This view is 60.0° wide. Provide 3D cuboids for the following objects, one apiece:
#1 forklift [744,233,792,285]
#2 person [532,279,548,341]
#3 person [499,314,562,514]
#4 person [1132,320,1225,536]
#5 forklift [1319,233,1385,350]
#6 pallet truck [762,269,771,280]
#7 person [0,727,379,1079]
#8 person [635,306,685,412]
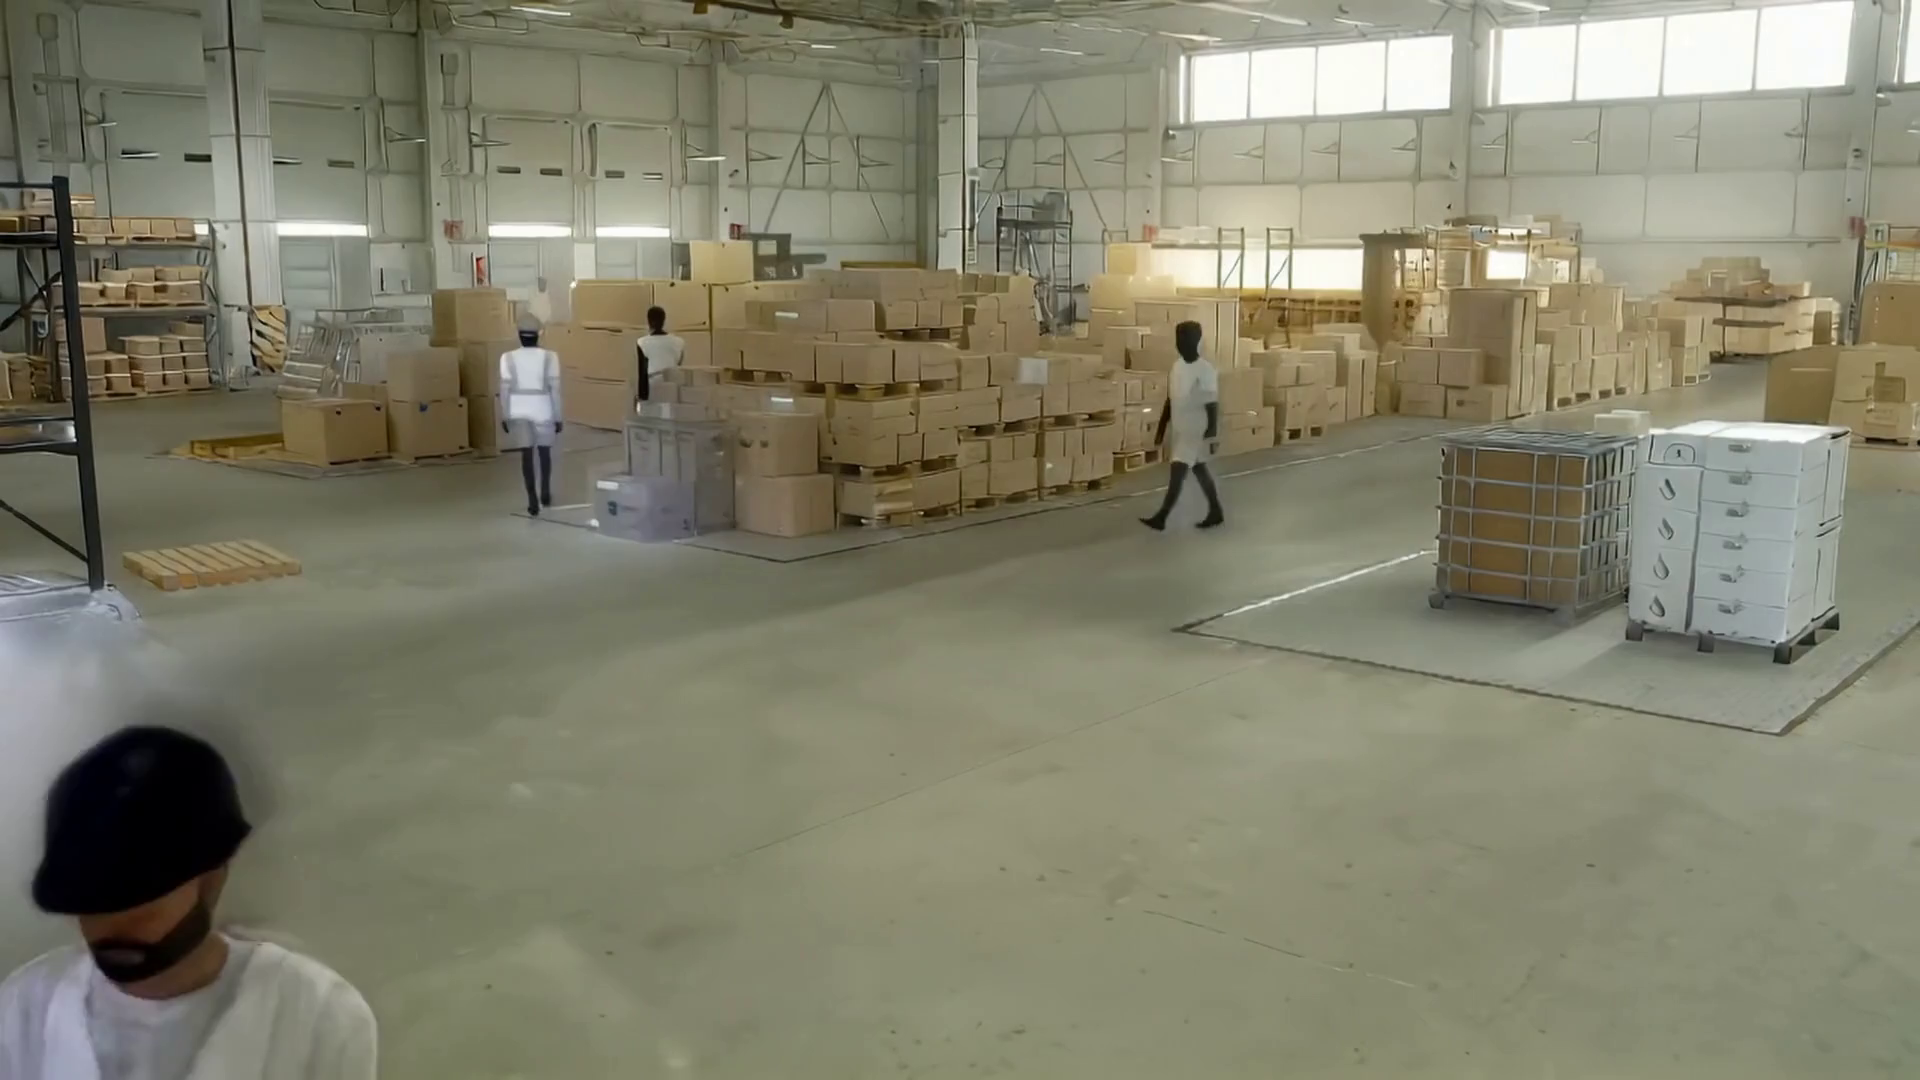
[{"bbox_3d":[-3.610,-4.410,31.498,1.873,2.768,1.129,8,13,40],"label":"forklift"},{"bbox_3d":[-8.917,-4.659,35.741,1.035,1.879,0.647,0,10,1],"label":"person"},{"bbox_3d":[-4.169,-1.233,16.159,0.576,1.905,0.831,-3,10,-15],"label":"person"},{"bbox_3d":[1.993,-0.995,14.807,1.015,1.909,0.613,-3,10,-18],"label":"person"},{"bbox_3d":[8.031,-4.593,32.543,1.873,2.768,1.129,1,10,7],"label":"forklift"},{"bbox_3d":[-4.996,-6.432,45.525,1.885,1.965,0.823,-6,12,-32],"label":"pallet truck"},{"bbox_3d":[-1.078,1.186,2.350,0.572,1.925,0.418,0,10,2],"label":"person"},{"bbox_3d":[-3.274,-1.596,18.225,0.587,1.916,0.392,-9,13,-40],"label":"person"}]
